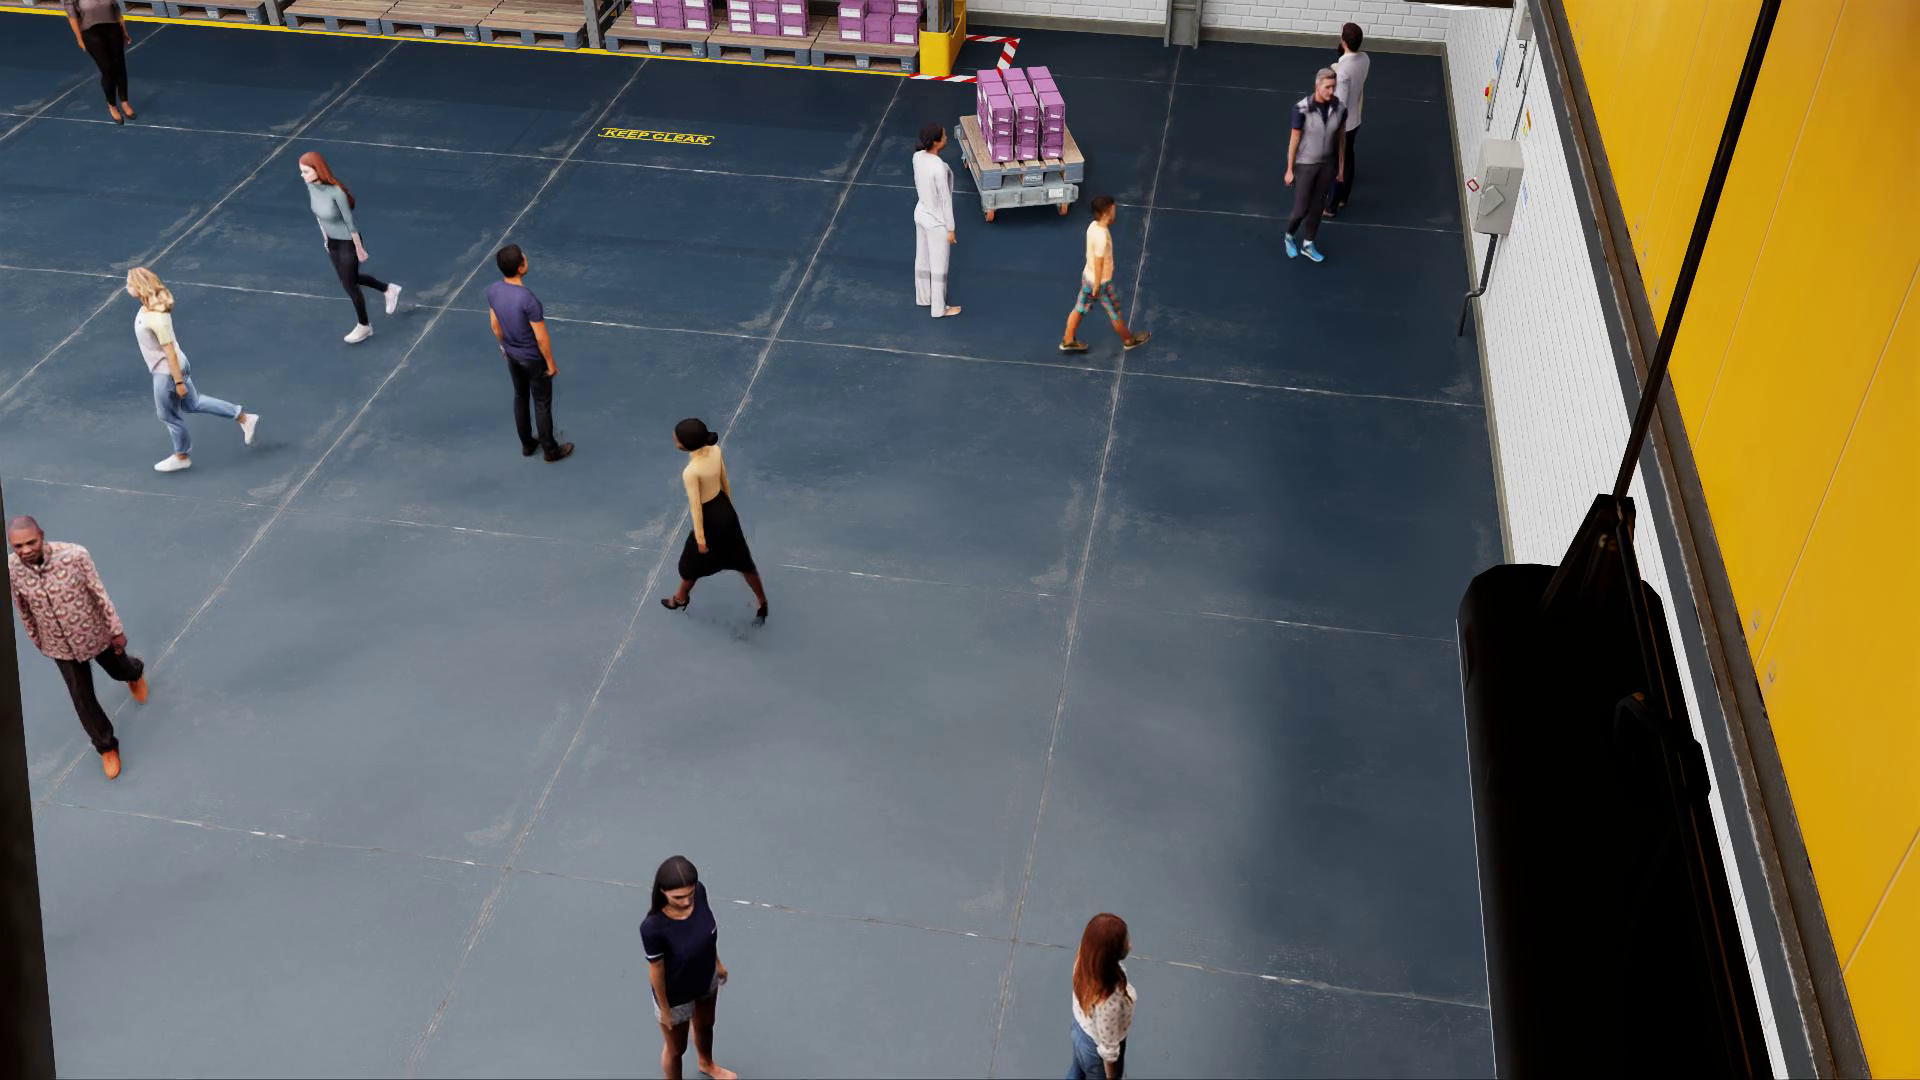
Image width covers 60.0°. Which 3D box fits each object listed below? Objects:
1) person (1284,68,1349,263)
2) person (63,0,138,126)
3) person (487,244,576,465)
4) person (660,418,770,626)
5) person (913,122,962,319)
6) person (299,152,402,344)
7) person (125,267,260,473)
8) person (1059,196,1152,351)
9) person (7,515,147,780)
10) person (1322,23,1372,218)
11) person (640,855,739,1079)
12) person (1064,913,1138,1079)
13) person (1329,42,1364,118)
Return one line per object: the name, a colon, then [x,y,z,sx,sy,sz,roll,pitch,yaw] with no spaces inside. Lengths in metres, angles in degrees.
person: [3.126,-3.384,14.947,0.772,1.812,0.891,-16,41,-19]
person: [-8.943,-5.242,17.259,0.814,1.828,0.775,27,46,29]
person: [-3.262,-1.386,12.462,0.572,1.790,0.768,18,42,21]
person: [-1.563,-0.074,10.960,1.064,1.613,0.840,21,43,24]
person: [-0.227,-2.741,14.201,0.756,1.737,0.706,-22,43,-25]
person: [-5.084,-2.487,13.898,0.923,1.718,0.901,23,44,26]
person: [-5.778,-1.274,12.392,1.151,1.703,1.003,-17,42,-20]
person: [1.065,-2.150,13.713,1.051,1.423,0.773,-8,39,-10]
person: [-5.329,0.518,10.083,1.186,1.784,1.122,-14,41,-17]
person: [3.604,-3.939,15.612,0.756,1.849,0.764,25,45,28]
person: [-1.332,2.144,8.061,0.667,1.766,0.659,25,45,28]
person: [0.641,2.359,7.822,0.619,1.728,0.639,-8,39,-9]
person: [3.699,-4.163,16.199,0.564,1.465,0.676,23,44,26]
